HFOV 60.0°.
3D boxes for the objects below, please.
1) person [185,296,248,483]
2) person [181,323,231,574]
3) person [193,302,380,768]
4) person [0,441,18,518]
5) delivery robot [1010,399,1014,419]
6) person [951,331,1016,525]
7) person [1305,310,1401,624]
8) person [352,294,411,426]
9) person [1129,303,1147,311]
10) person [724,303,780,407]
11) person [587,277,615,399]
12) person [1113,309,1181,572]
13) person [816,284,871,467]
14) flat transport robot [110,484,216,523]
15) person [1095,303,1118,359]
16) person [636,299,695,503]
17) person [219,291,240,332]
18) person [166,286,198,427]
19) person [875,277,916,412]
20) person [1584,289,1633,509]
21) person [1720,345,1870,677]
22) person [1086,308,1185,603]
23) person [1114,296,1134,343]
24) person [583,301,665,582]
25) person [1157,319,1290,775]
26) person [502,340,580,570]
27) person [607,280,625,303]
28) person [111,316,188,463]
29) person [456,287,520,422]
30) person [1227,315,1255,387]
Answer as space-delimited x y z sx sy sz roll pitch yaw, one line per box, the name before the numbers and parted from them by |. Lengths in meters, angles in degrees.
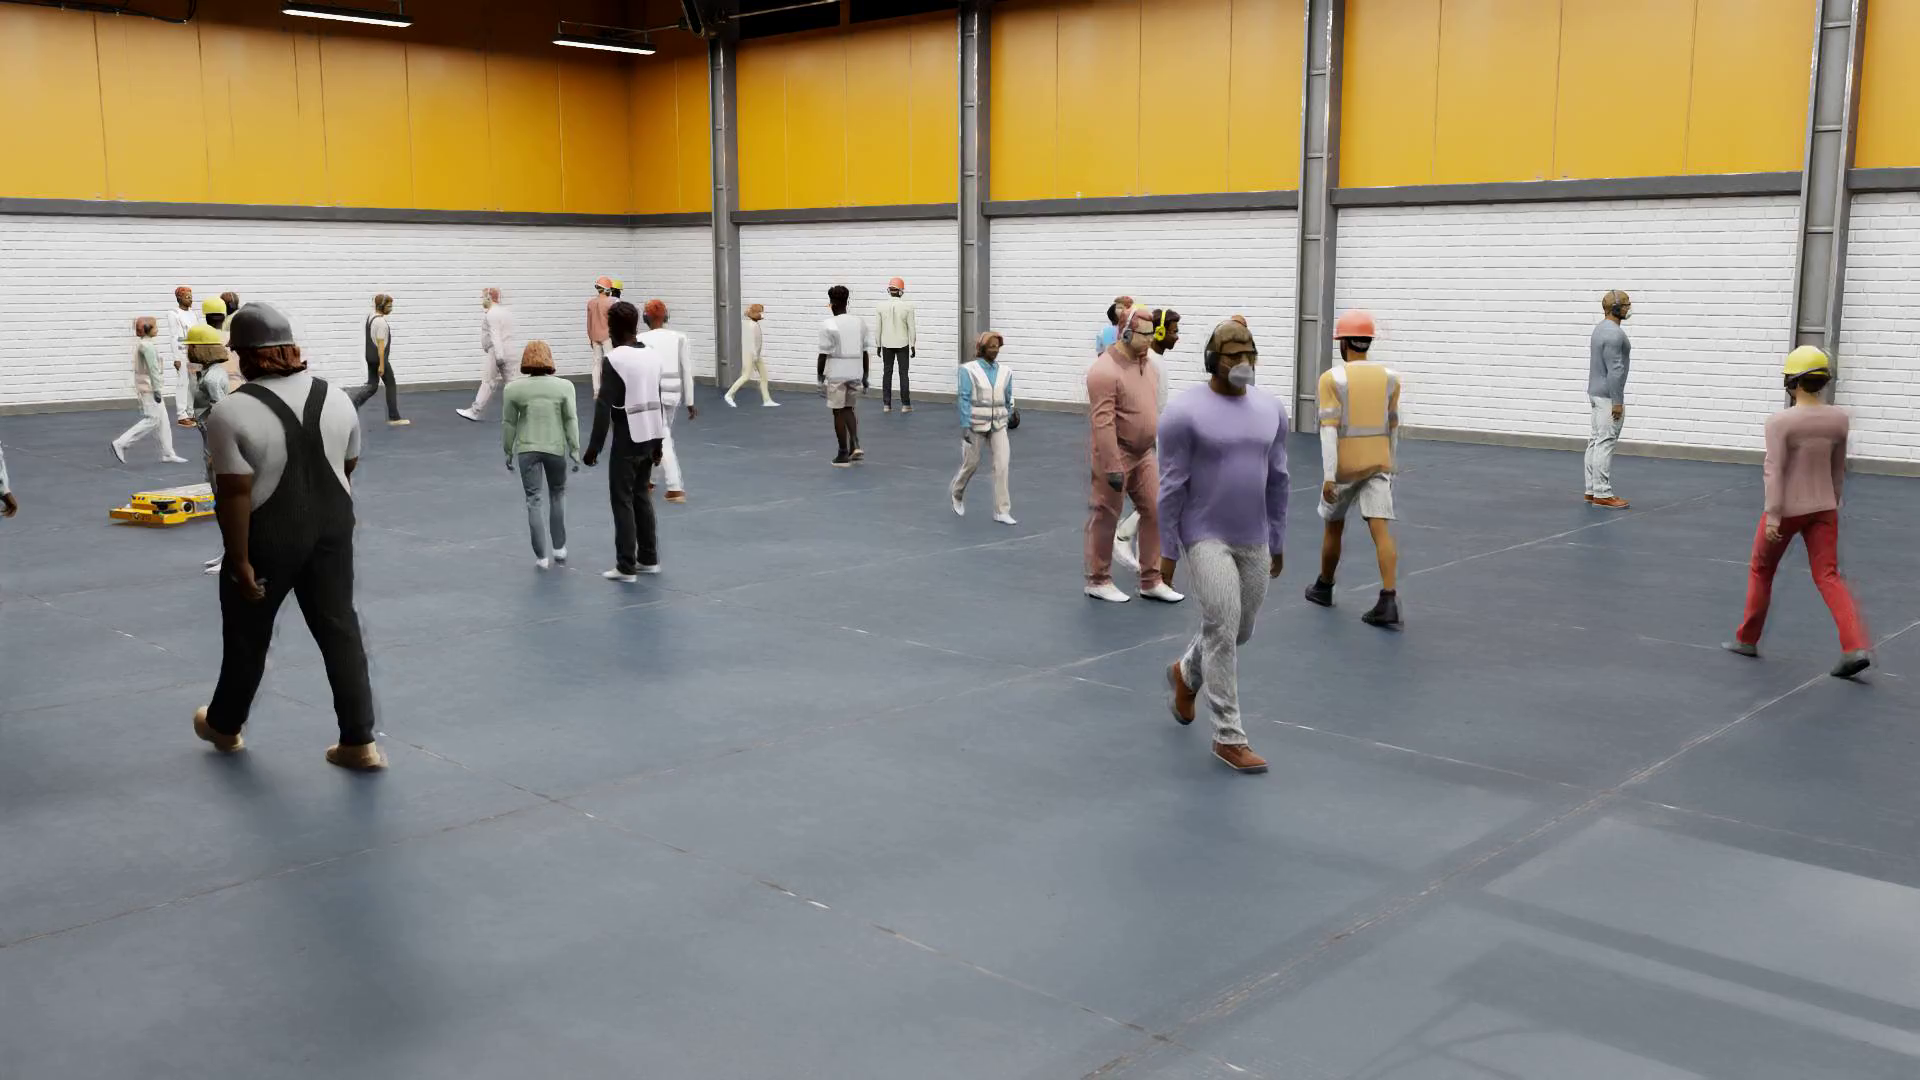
person | -6.807 -1.309 15.374 0.608 1.871 1.006 -7 12 -36
person | -5.218 -0.637 11.629 0.323 1.742 0.492 -4 10 -22
person | -2.905 -0.049 7.115 1.034 2.000 0.691 8 12 39
person | -5.535 -0.288 9.061 0.989 1.894 0.563 7 12 38
delivery robot | 0.366 -1.778 21.962 0.707 0.478 0.477 8 12 40
person | 0.189 -0.956 13.996 0.514 1.607 0.769 -4 10 -25
person | 2.418 -0.450 10.099 0.546 1.875 1.050 -2 9 -12
person | -7.823 -2.385 22.193 0.866 1.798 0.550 -8 12 -42
person | 1.934 -1.828 18.971 0.446 1.731 0.590 0 9 3
person | -3.231 -2.838 25.569 0.818 1.599 0.511 1 9 5
person | -5.782 -3.280 27.072 0.623 1.989 0.399 6 11 31
person | 1.318 -0.681 11.577 0.443 1.847 0.537 0 9 3
person | -1.268 -1.762 17.870 0.640 1.948 0.428 -7 11 -35
flat transport robot | -6.489 -0.347 14.352 0.652 0.197 1.431 4 10 25
person | 1.923 -2.068 20.534 0.538 1.700 0.317 7 11 36
person | -2.815 -1.287 15.317 0.606 1.831 0.986 -8 12 -39
person | -9.597 -2.388 22.116 0.535 1.822 0.642 -7 11 -36
person | -10.419 -2.470 22.433 0.343 1.882 0.585 1 9 8
person | -0.949 -2.903 24.752 0.618 1.993 0.396 2 10 13
person | 5.781 -1.252 14.802 0.372 1.940 0.631 1 9 8
person | 4.468 -0.160 8.777 0.524 1.730 0.901 -2 9 -11
person | 1.102 -0.508 10.419 0.755 1.875 0.677 8 12 39
person | 2.022 -1.957 19.509 0.803 1.815 0.574 -4 10 -21
person | -2.244 -0.661 11.332 0.467 1.905 0.605 3 10 20
person | 1.118 -0.007 7.261 0.635 1.916 0.855 -4 10 -23
person | -2.993 -0.620 11.900 0.529 1.604 0.695 -2 10 -14
person | -6.340 -3.820 30.614 0.584 1.919 0.388 5 11 29
person | -8.826 -1.616 18.012 0.685 1.619 0.521 -5 11 -28
person | -6.468 -2.555 23.035 0.968 1.858 0.656 1 9 4
person | 2.928 -1.588 17.790 0.504 1.632 0.270 8 12 41
